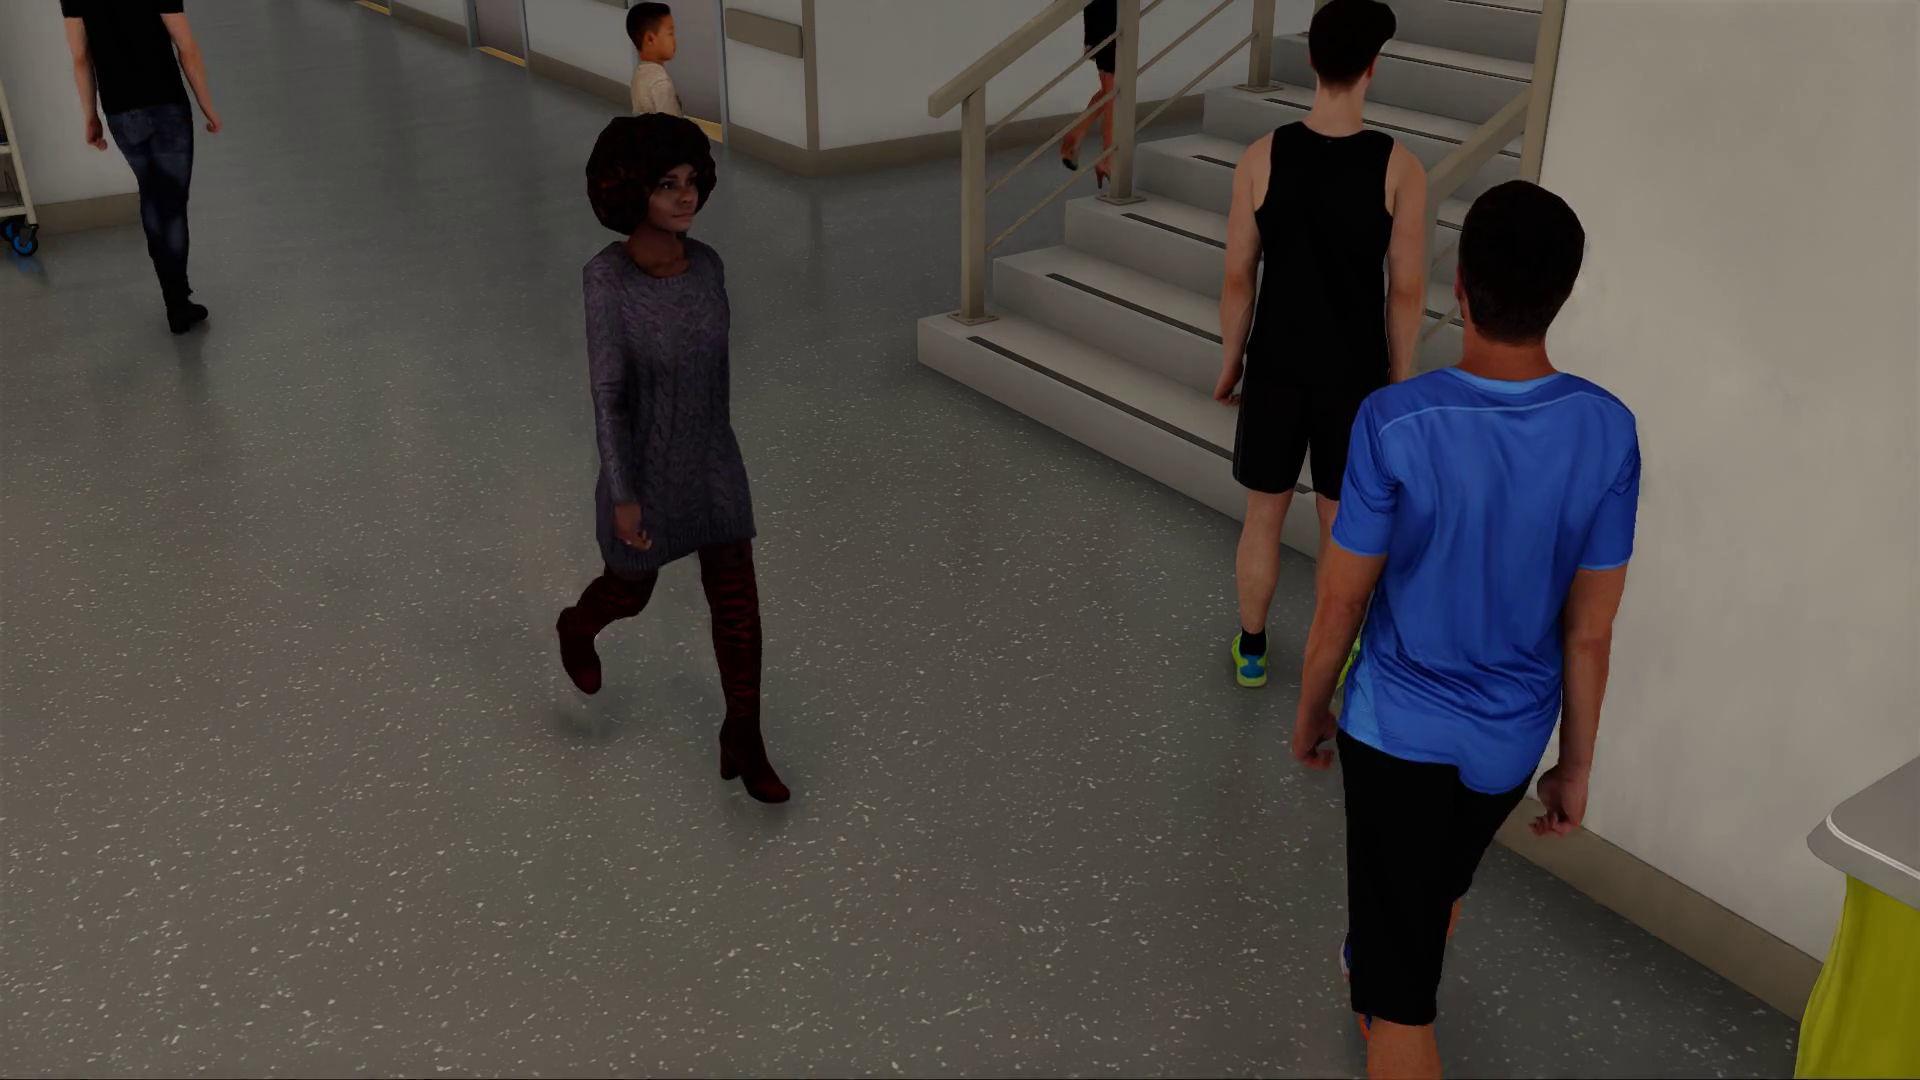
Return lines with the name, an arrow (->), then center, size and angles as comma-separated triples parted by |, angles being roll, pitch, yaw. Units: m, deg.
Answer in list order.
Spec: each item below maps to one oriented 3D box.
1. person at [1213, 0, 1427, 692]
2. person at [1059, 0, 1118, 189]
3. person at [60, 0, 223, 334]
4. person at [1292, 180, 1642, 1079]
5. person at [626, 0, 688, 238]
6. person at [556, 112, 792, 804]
person -> 0.945, -0.464, 4.431 | 0.765, 1.890, 0.779 | 9, 27, 17
person -> 0.809, -2.839, 9.657 | 0.760, 1.628, 0.659 | -10, 28, -20
person -> -3.597, -1.837, 7.295 | 0.893, 1.875, 0.930 | -1, 26, -1
person -> 0.805, 0.401, 2.716 | 1.224, 1.822, 1.164 | 1, 26, 2
person -> -1.301, -1.568, 7.209 | 0.539, 1.465, 0.576 | -13, 29, -25
person -> -0.769, -0.166, 4.055 | 1.047, 1.679, 0.727 | -21, 33, -37
